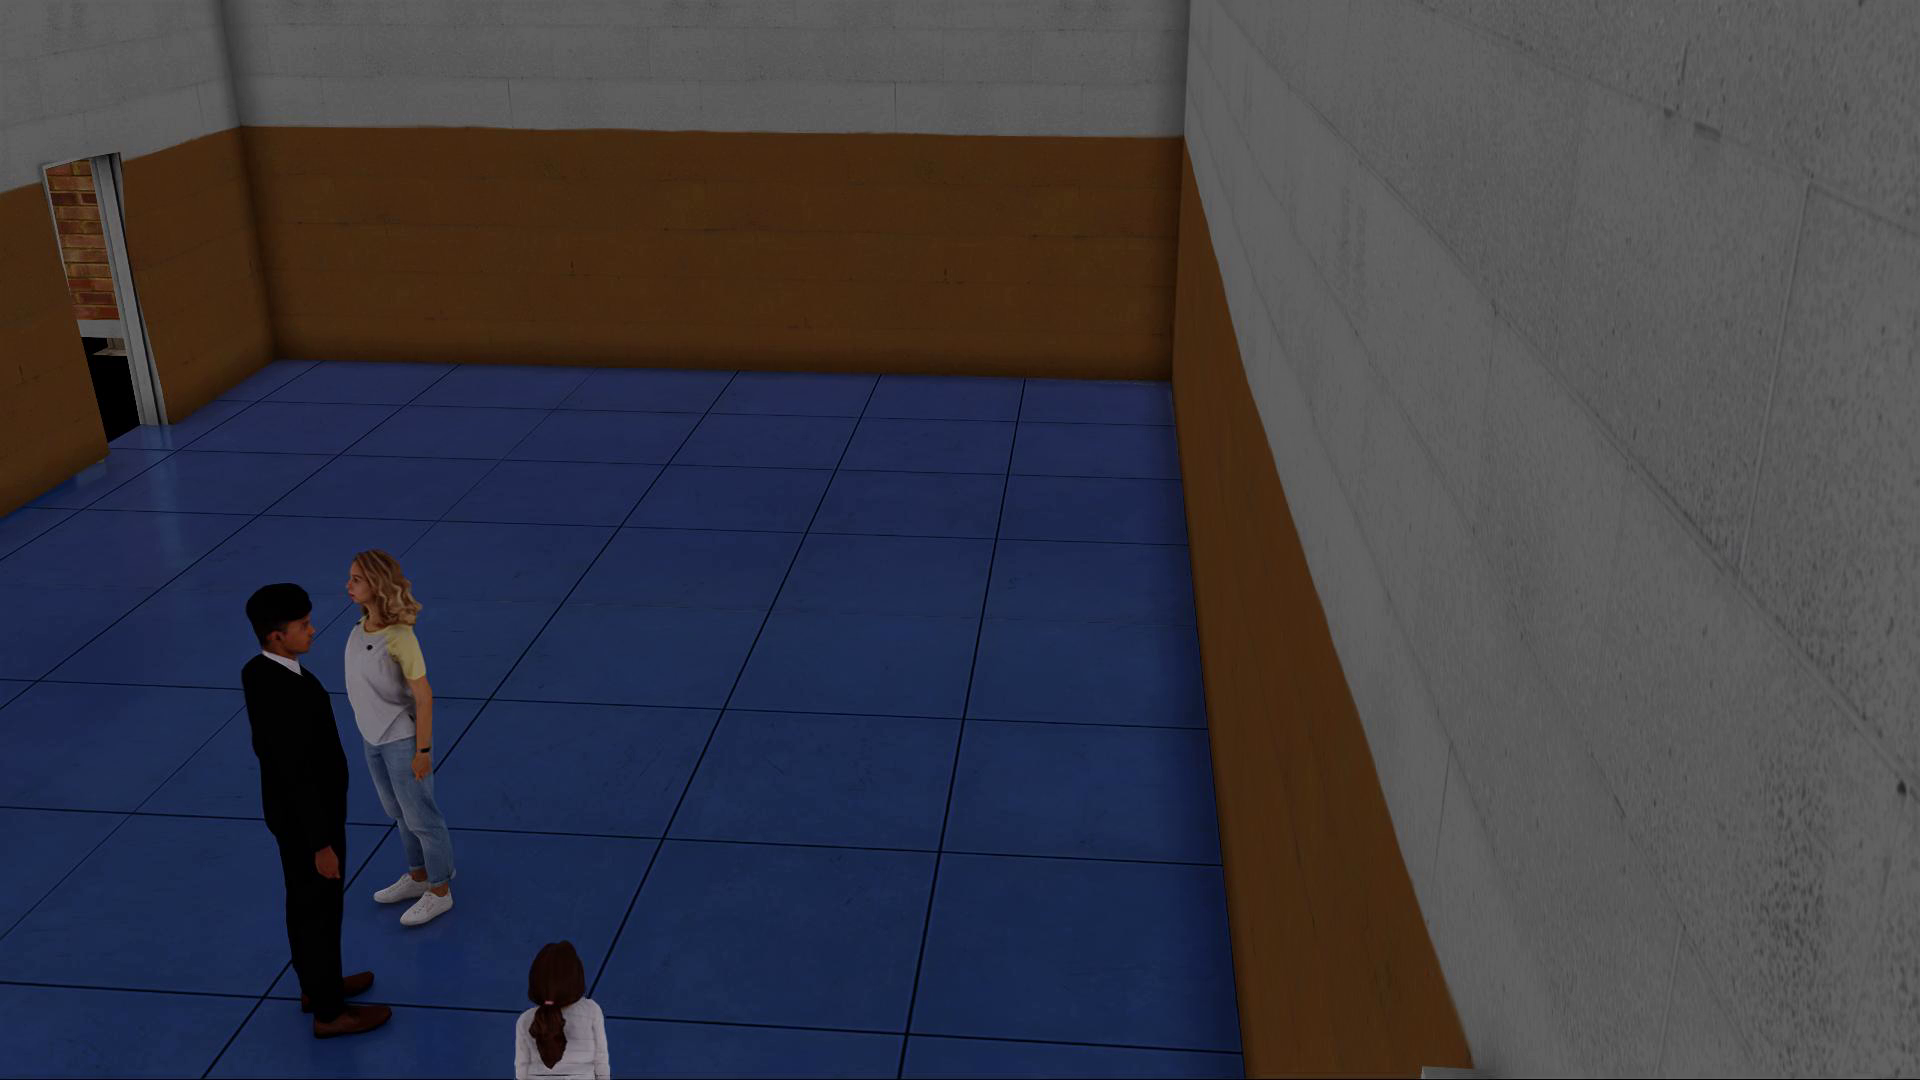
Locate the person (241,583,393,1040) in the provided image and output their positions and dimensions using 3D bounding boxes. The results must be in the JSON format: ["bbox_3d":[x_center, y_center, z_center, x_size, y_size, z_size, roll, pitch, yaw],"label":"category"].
[{"bbox_3d":[-2.542,1.048,6.410,0.790,1.881,0.771,-13,25,-30],"label":"person"}]

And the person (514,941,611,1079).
[{"bbox_3d":[-1.301,1.845,5.495,0.773,1.085,0.707,-7,23,-17],"label":"person"}]

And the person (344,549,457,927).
[{"bbox_3d":[-2.397,0.842,7.115,0.769,1.722,0.692,-20,29,-41],"label":"person"}]
